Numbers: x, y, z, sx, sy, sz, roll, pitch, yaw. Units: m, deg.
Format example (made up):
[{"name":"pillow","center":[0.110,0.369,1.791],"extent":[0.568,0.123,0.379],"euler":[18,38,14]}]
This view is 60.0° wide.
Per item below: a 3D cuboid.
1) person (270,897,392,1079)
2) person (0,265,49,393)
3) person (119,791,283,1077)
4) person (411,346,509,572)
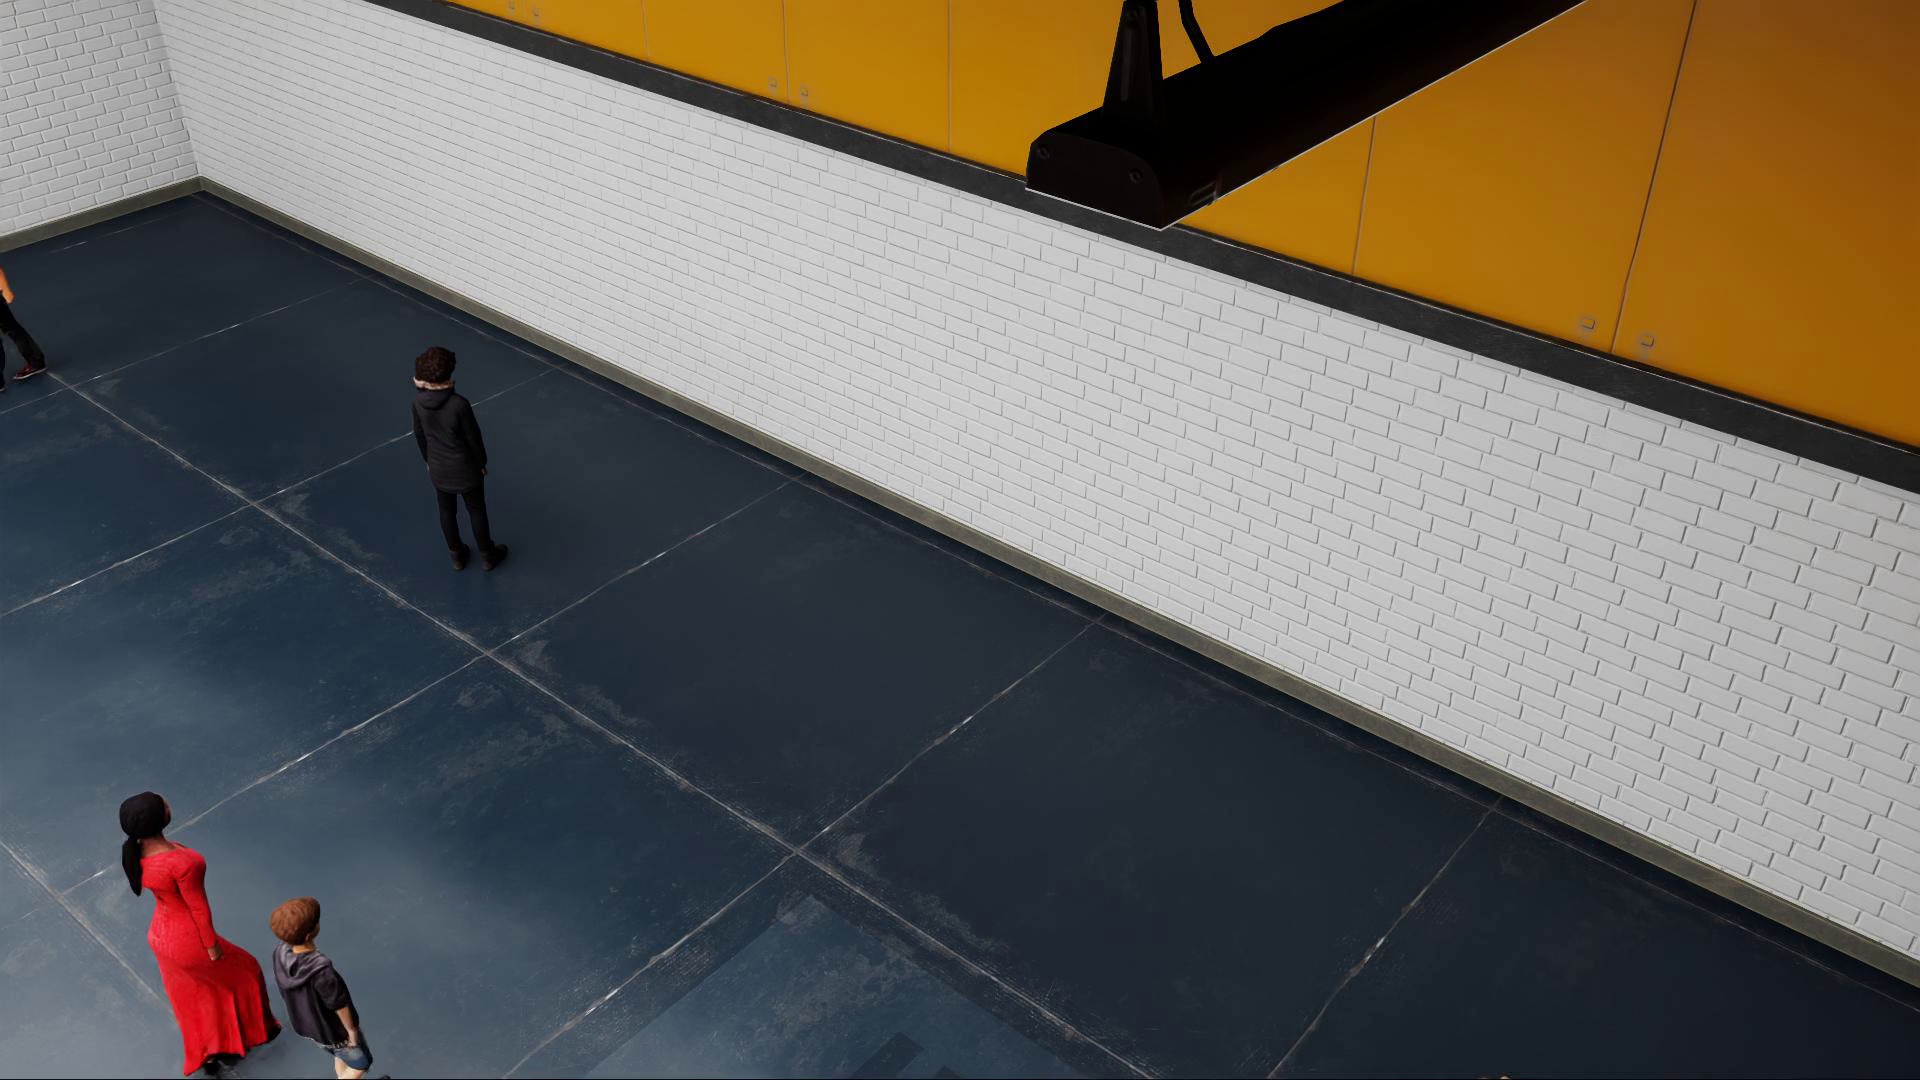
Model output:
[{"name":"person","center":[-3.050,2.309,7.884],"extent":[0.622,1.435,0.814],"euler":[20,38,27]},{"name":"person","center":[-8.299,-2.188,14.347],"extent":[0.692,1.782,0.937],"euler":[23,40,31]},{"name":"person","center":[-3.811,1.988,8.072],"extent":[0.706,1.772,0.778],"euler":[16,37,22]},{"name":"person","center":[-3.617,-0.560,11.890],"extent":[0.731,1.779,0.759],"euler":[4,34,6]}]
